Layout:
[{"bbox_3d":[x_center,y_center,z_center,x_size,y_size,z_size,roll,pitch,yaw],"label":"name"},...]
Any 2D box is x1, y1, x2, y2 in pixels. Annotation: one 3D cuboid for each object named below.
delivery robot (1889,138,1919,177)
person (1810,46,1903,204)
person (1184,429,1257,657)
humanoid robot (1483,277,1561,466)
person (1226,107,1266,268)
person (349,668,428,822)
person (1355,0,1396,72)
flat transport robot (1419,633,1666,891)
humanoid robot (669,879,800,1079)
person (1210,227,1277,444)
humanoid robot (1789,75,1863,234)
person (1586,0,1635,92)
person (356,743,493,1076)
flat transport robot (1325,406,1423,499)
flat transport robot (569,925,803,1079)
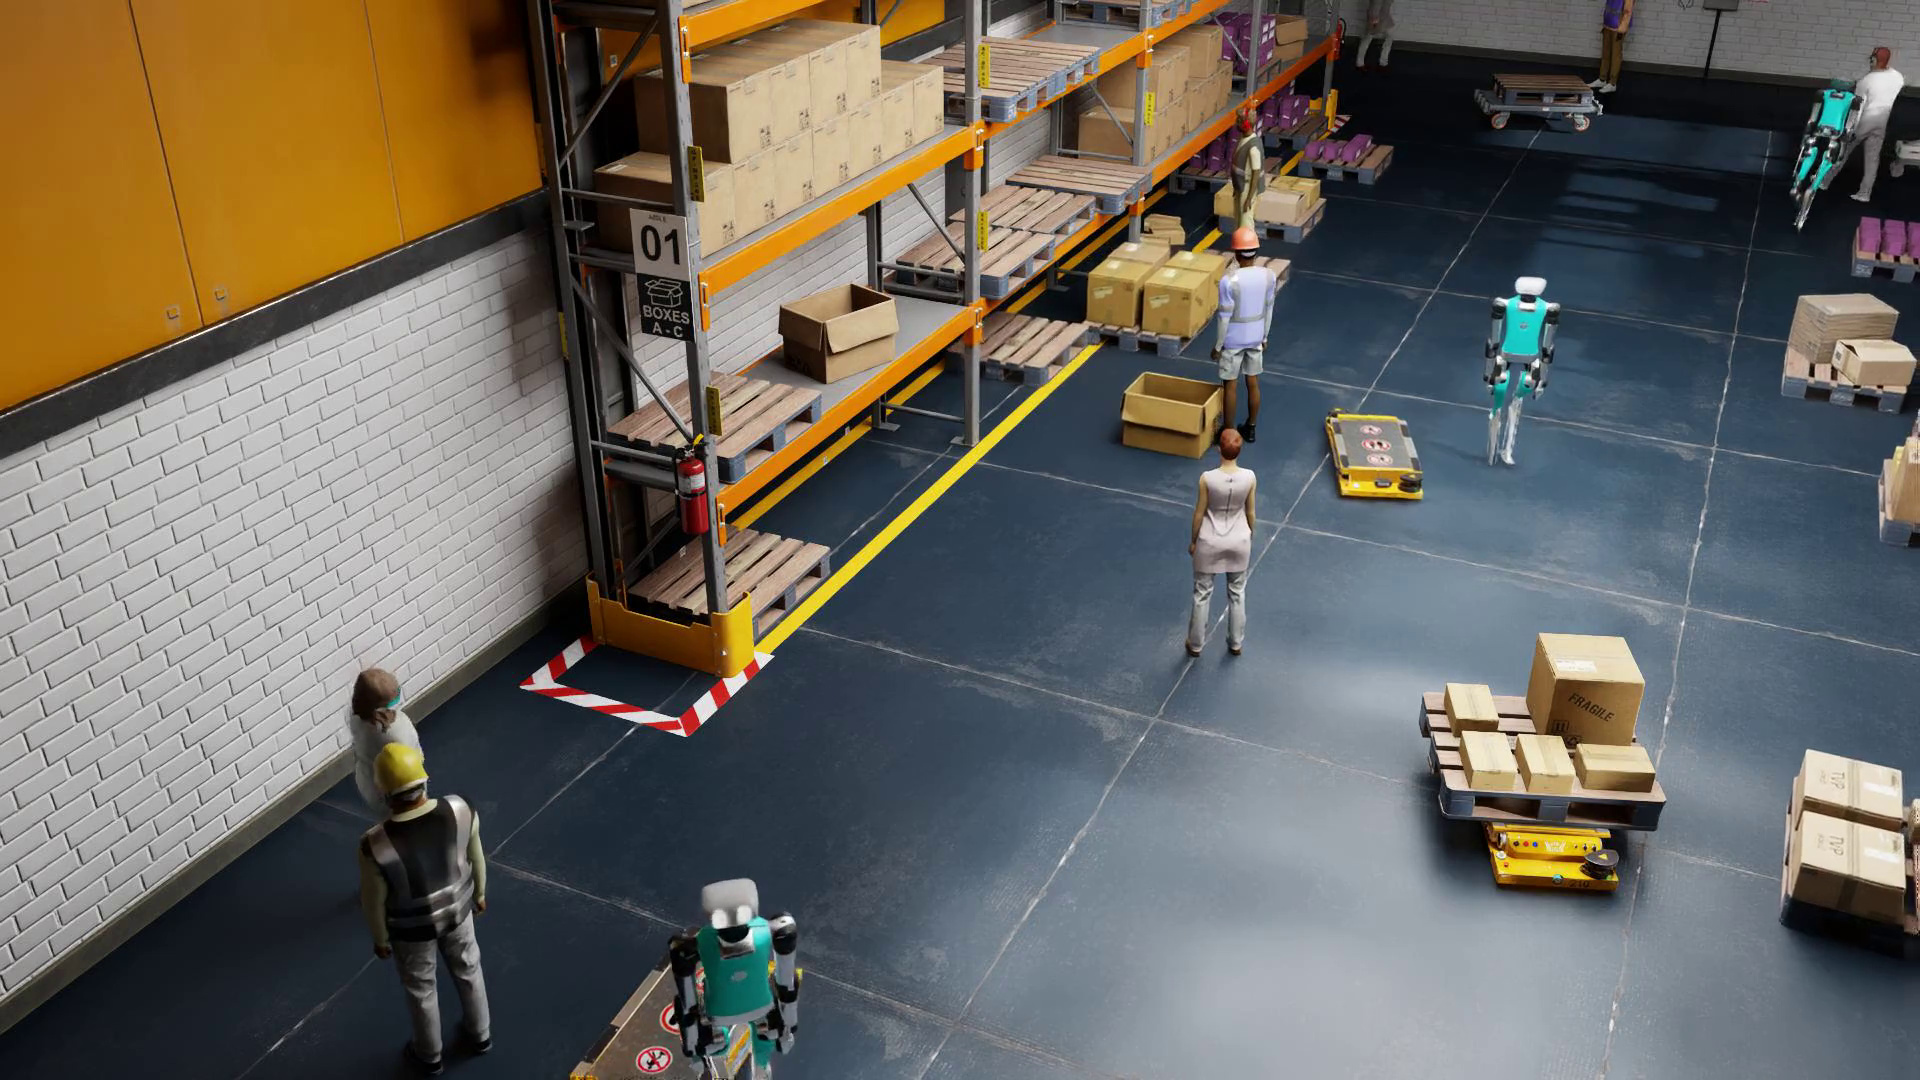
[{"bbox_3d":[12.591,-4.988,21.685,0.808,0.604,0.499,11,30,19],"label":"delivery robot"},{"bbox_3d":[11.196,-5.187,20.663,0.654,1.866,0.922,-4,29,-7],"label":"person"},{"bbox_3d":[1.773,0.029,11.218,0.439,1.649,0.294,-2,28,-4],"label":"person"},{"bbox_3d":[4.602,-1.359,13.793,0.537,1.868,0.767,9,30,16],"label":"humanoid robot"},{"bbox_3d":[3.111,-3.778,18.076,0.393,1.841,0.562,-2,28,-5],"label":"person"},{"bbox_3d":[-3.007,1.321,8.846,0.370,1.634,0.568,-21,35,-34],"label":"person"},{"bbox_3d":[6.766,-8.415,26.737,0.737,1.786,0.510,24,37,37],"label":"person"},{"bbox_3d":[3.405,1.537,9.878,0.659,0.231,1.431,3,28,5],"label":"flat transport robot"},{"bbox_3d":[-0.991,2.094,7.357,0.533,1.824,0.806,-7,29,-12],"label":"humanoid robot"},{"bbox_3d":[2.383,-1.719,14.171,0.542,1.927,0.371,-11,30,-20],"label":"person"},{"bbox_3d":[10.036,-4.472,19.540,0.550,1.830,0.884,24,36,37],"label":"humanoid robot"},{"bbox_3d":[10.113,-7.908,25.648,0.420,1.924,0.533,-5,29,-9],"label":"person"},{"bbox_3d":[-2.512,1.747,7.857,0.593,1.821,0.403,-23,36,-36],"label":"person"},{"bbox_3d":[3.501,-0.745,14.109,0.659,0.231,1.431,3,28,5],"label":"flat transport robot"},{"bbox_3d":[-1.377,2.473,8.143,0.659,0.231,1.431,10,30,19],"label":"flat transport robot"}]
